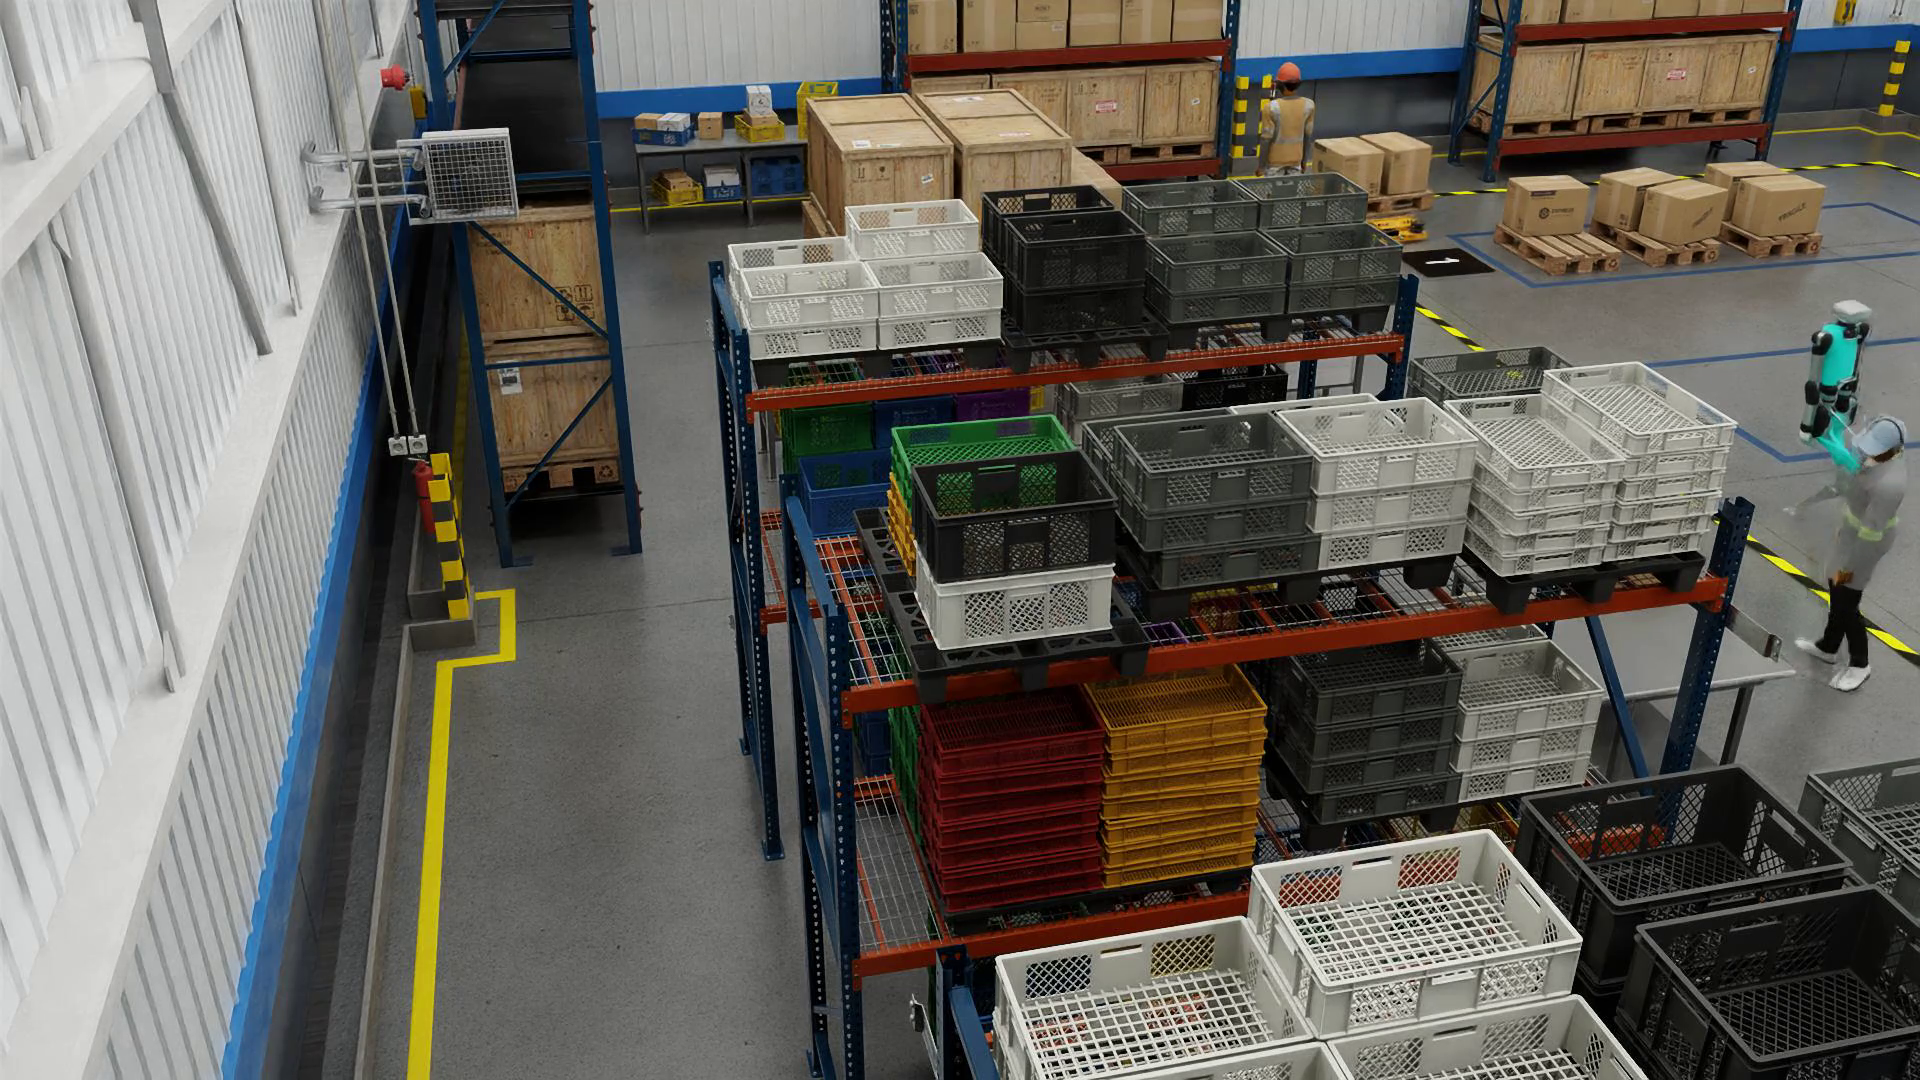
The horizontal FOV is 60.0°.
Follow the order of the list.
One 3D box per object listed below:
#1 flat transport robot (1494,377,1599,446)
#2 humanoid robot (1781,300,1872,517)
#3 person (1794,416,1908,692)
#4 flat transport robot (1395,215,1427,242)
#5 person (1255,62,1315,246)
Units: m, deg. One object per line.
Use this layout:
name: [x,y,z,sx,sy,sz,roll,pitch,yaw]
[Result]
flat transport robot: [4.780,-1.036,14.013,0.659,0.231,1.431,-6,28,-12]
humanoid robot: [6.510,-0.774,12.000,0.531,1.782,1.017,-16,32,-27]
person: [5.601,0.043,10.311,0.423,1.817,0.668,10,29,18]
flat transport robot: [4.679,-3.712,19.059,0.652,0.197,1.431,-9,29,-17]
person: [3.478,-4.107,17.935,0.604,2.047,0.368,-8,29,-14]
